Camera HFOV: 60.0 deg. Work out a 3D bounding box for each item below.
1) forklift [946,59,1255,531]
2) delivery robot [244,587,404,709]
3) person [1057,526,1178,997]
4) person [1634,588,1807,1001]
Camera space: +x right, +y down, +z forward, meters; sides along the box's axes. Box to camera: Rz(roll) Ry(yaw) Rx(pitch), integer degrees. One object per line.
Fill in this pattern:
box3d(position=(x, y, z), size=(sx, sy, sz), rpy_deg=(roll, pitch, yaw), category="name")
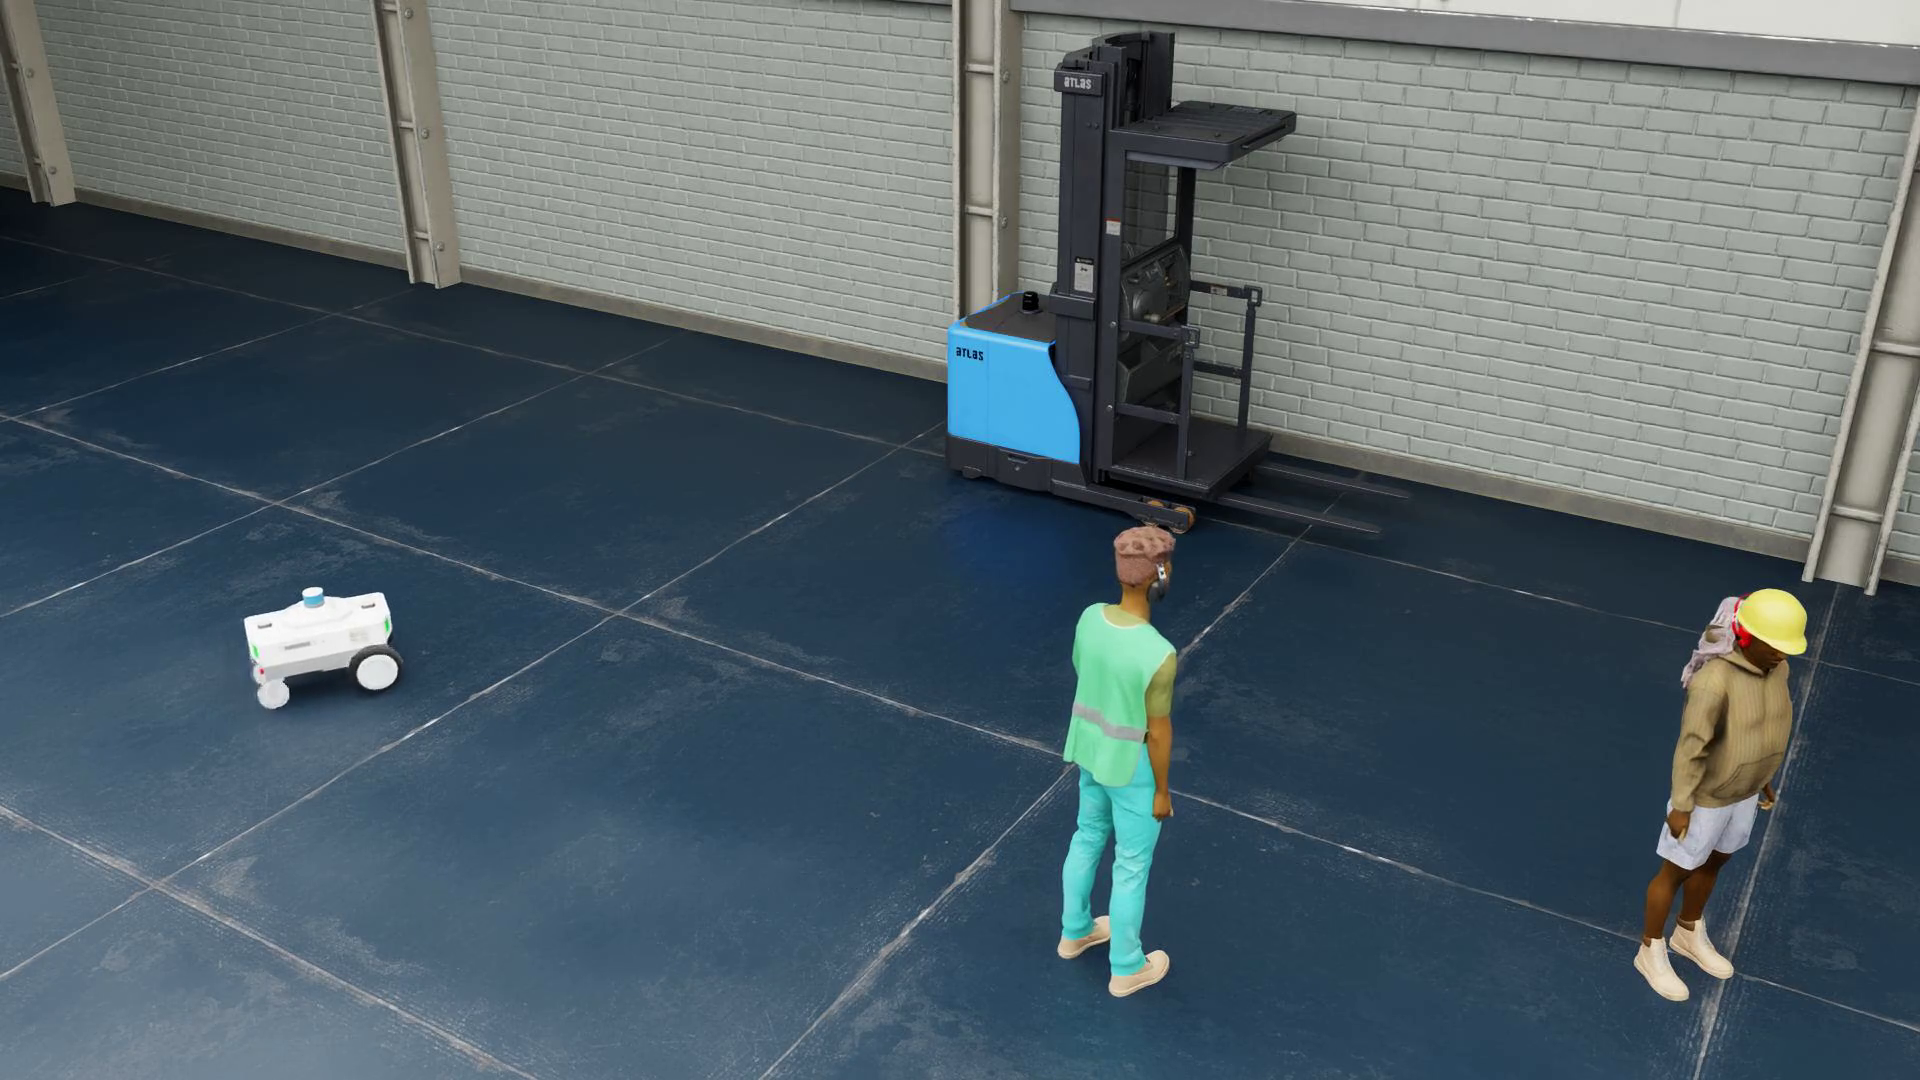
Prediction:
box3d(position=(0.933, -1.707, 10.833), size=(1.873, 2.768, 1.129), rpy_deg=(15, 29, 28), category="forklift")
box3d(position=(-3.371, 0.530, 8.786), size=(0.766, 0.580, 0.499), rpy_deg=(-12, 28, -23), category="delivery robot")
box3d(position=(0.615, 0.866, 6.447), size=(0.389, 1.970, 0.479), rpy_deg=(-18, 31, -34), category="person")
box3d(position=(2.950, 0.963, 6.480), size=(0.542, 1.755, 0.414), rpy_deg=(-12, 28, -24), category="person")
